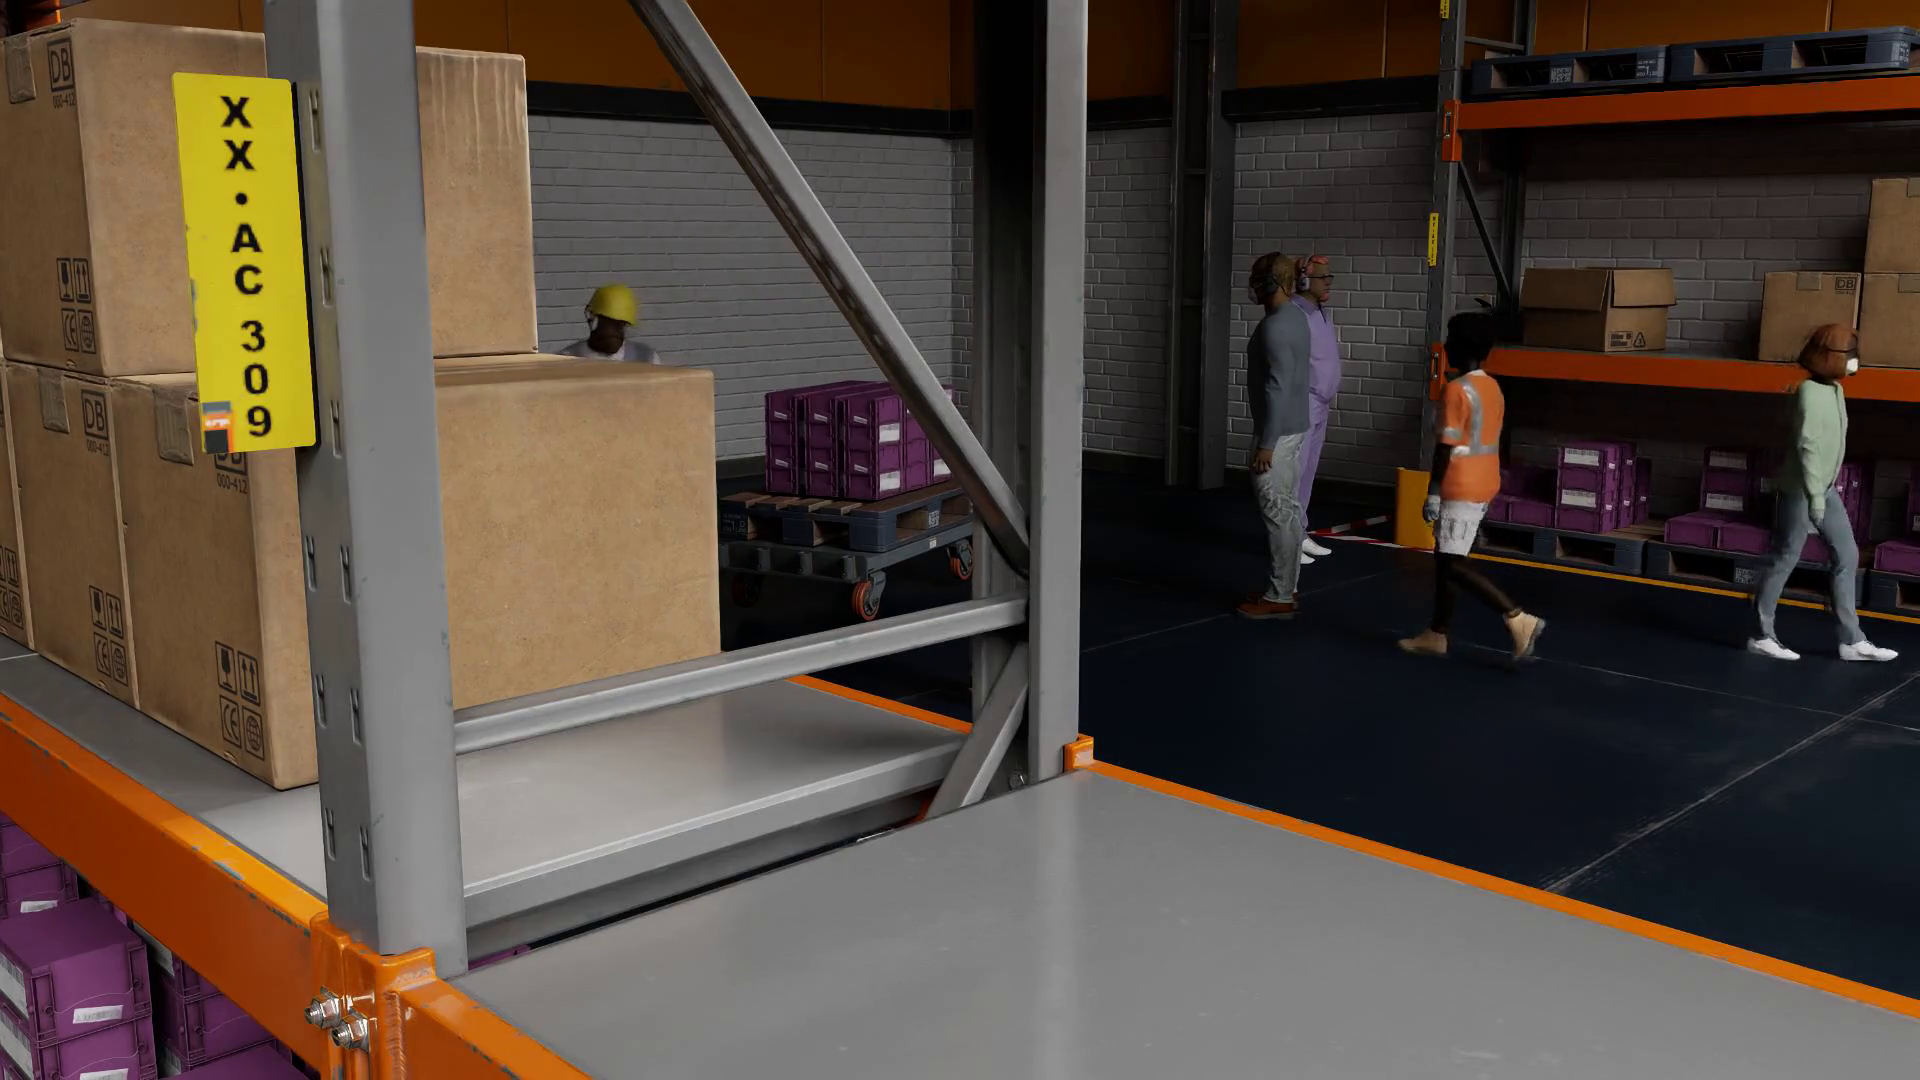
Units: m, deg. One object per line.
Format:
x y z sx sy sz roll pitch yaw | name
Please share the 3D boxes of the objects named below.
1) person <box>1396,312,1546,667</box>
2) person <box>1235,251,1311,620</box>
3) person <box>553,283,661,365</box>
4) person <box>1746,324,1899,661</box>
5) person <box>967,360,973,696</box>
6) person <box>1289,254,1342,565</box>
2.415 -0.225 7.767 0.683 1.674 0.537 7 13 35 | person
1.669 -0.547 8.805 0.354 1.937 0.635 4 11 19 | person
-1.811 -0.416 8.488 0.595 1.799 0.791 -3 11 -17 | person
4.108 -0.196 7.799 0.517 1.605 0.718 -10 14 -44 | person
0.193 -0.209 7.113 0.338 1.882 0.582 -1 10 -8 | person
2.158 -0.812 10.337 0.403 1.906 0.651 6 12 29 | person
